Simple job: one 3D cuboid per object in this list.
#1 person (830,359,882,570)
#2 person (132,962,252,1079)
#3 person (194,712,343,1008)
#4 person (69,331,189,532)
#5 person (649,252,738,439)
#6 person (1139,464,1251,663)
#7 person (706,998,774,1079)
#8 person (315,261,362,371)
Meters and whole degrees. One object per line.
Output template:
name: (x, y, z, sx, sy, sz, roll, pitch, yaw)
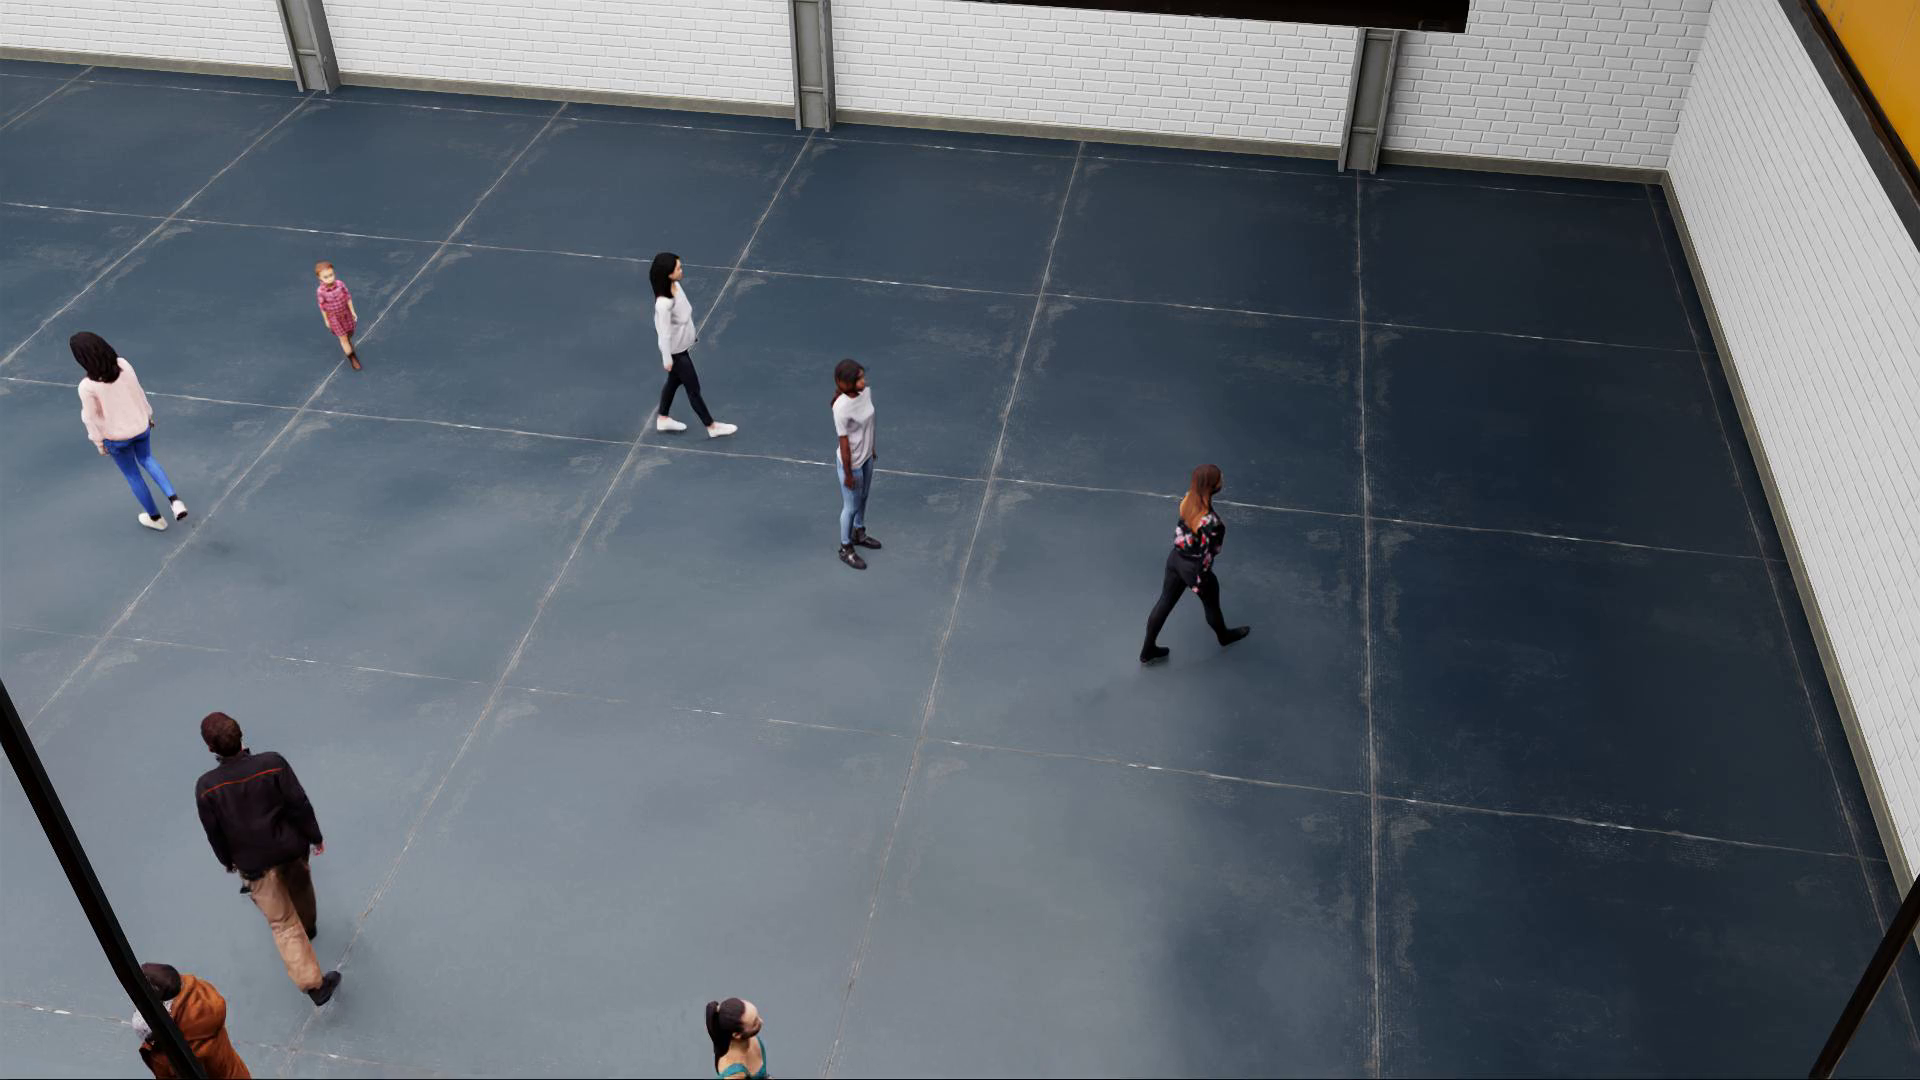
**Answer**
person: (-0.771, -0.584, 12.249, 0.599, 1.719, 0.633, 16, 41, 19)
person: (-3.562, 2.670, 8.098, 1.094, 1.815, 0.979, -14, 41, -17)
person: (-3.771, 1.777, 9.156, 1.168, 1.890, 1.249, -21, 43, -24)
person: (-6.183, -0.771, 12.454, 0.873, 1.757, 0.805, 23, 44, 26)
person: (-2.377, -1.565, 13.513, 0.966, 1.674, 0.732, 1, 39, 1)
person: (1.507, 0.200, 11.334, 1.132, 1.637, 0.968, -16, 41, -19)
person: (-1.107, 2.776, 8.074, 0.668, 1.679, 0.626, -4, 39, -5)
person: (-5.457, -2.012, 14.604, 0.666, 1.011, 0.724, -22, 44, -26)
